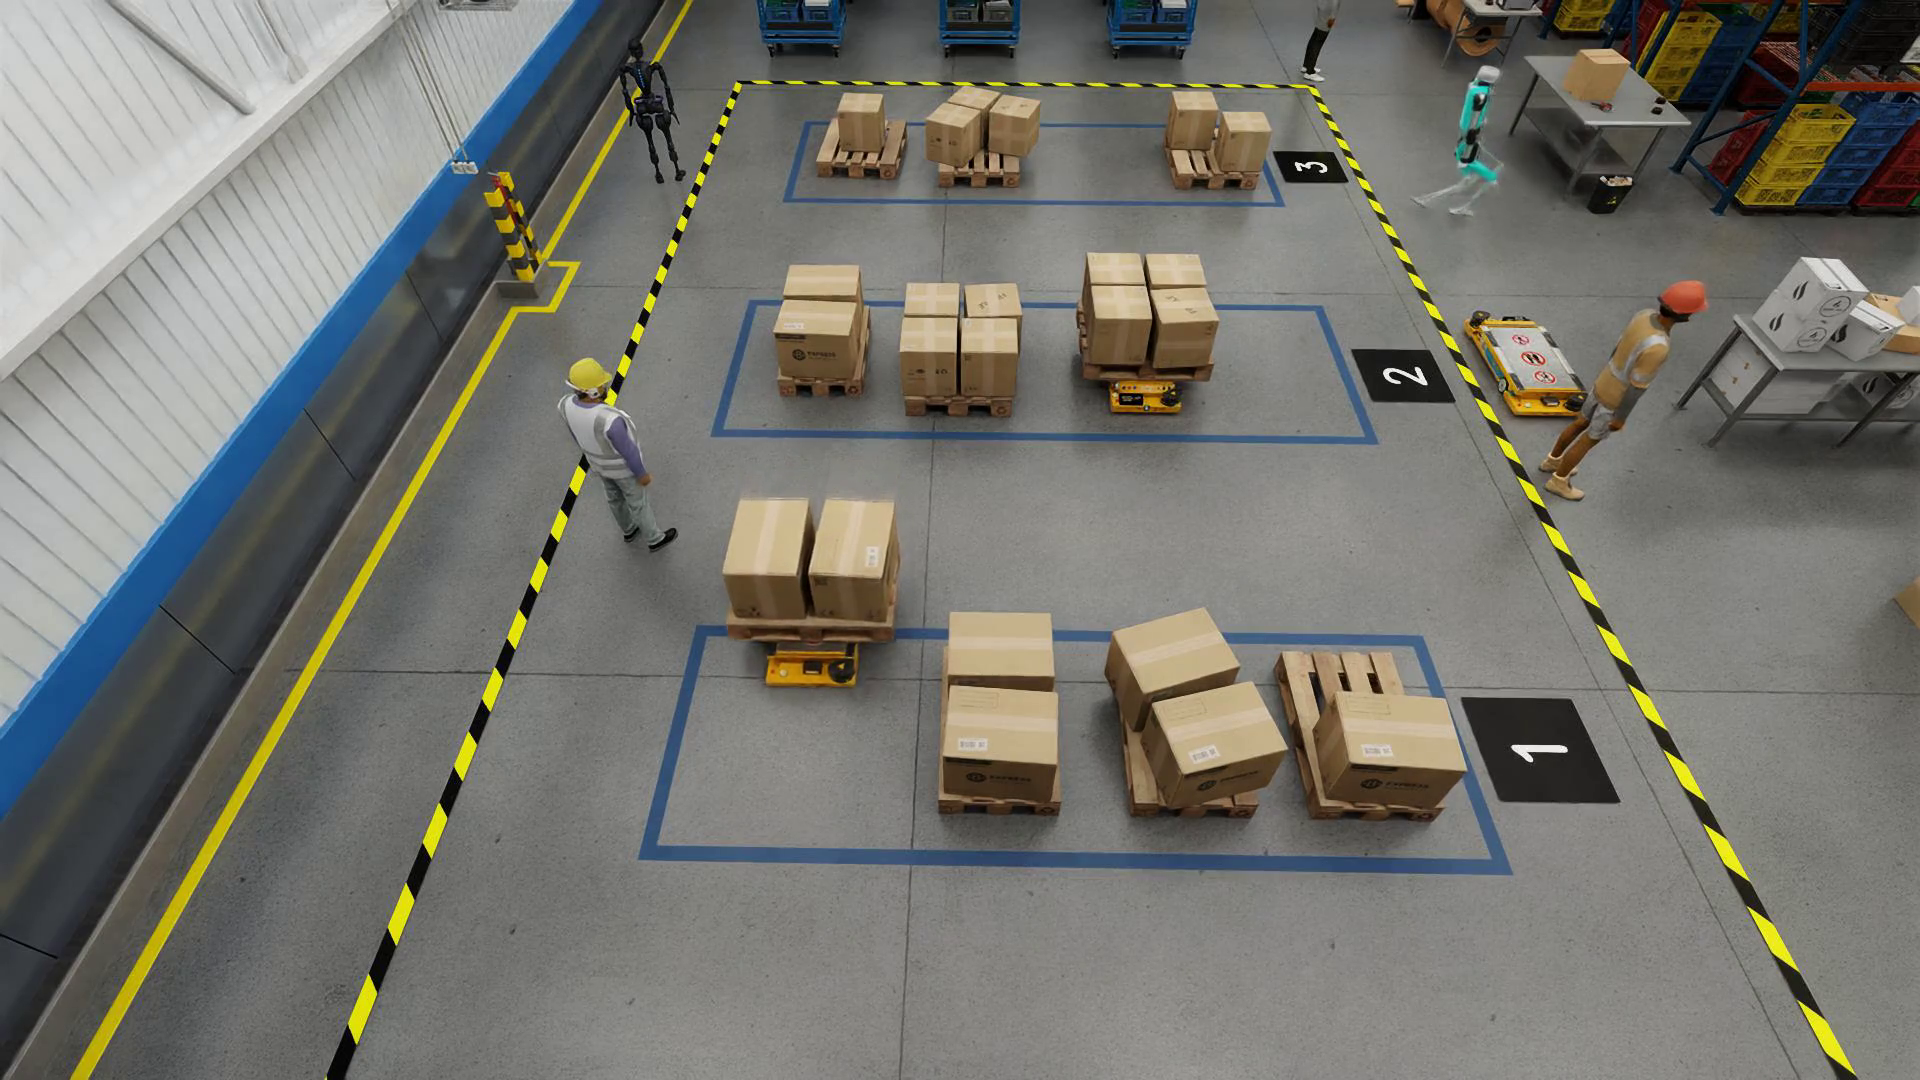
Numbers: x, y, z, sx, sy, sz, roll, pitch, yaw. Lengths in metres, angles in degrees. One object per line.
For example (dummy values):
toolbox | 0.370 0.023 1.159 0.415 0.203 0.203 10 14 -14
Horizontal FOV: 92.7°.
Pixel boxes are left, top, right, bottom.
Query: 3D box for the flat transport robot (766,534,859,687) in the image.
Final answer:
flat transport robot | -1.079 0.478 7.101 0.652 0.197 1.431 1 49 1

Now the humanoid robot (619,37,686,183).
humanoid robot | -3.733 -5.173 11.071 0.599 1.655 0.315 -7 49 -6

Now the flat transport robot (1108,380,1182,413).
flat transport robot | 1.773 -1.807 9.079 0.652 0.197 1.431 1 49 1

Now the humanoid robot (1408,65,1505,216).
humanoid robot | 5.839 -4.429 10.383 0.969 1.738 0.540 11 50 10

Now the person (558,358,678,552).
person | -2.632 -0.618 7.040 0.586 1.822 0.404 23 53 19

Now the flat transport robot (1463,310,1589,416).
flat transport robot | 5.573 -1.757 9.054 0.659 0.231 1.431 1 49 1

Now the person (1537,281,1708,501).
person | 5.309 -1.183 7.382 0.360 2.047 0.612 12 50 10

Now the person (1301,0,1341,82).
person | 5.256 -7.541 13.013 0.375 1.853 0.589 5 49 4
